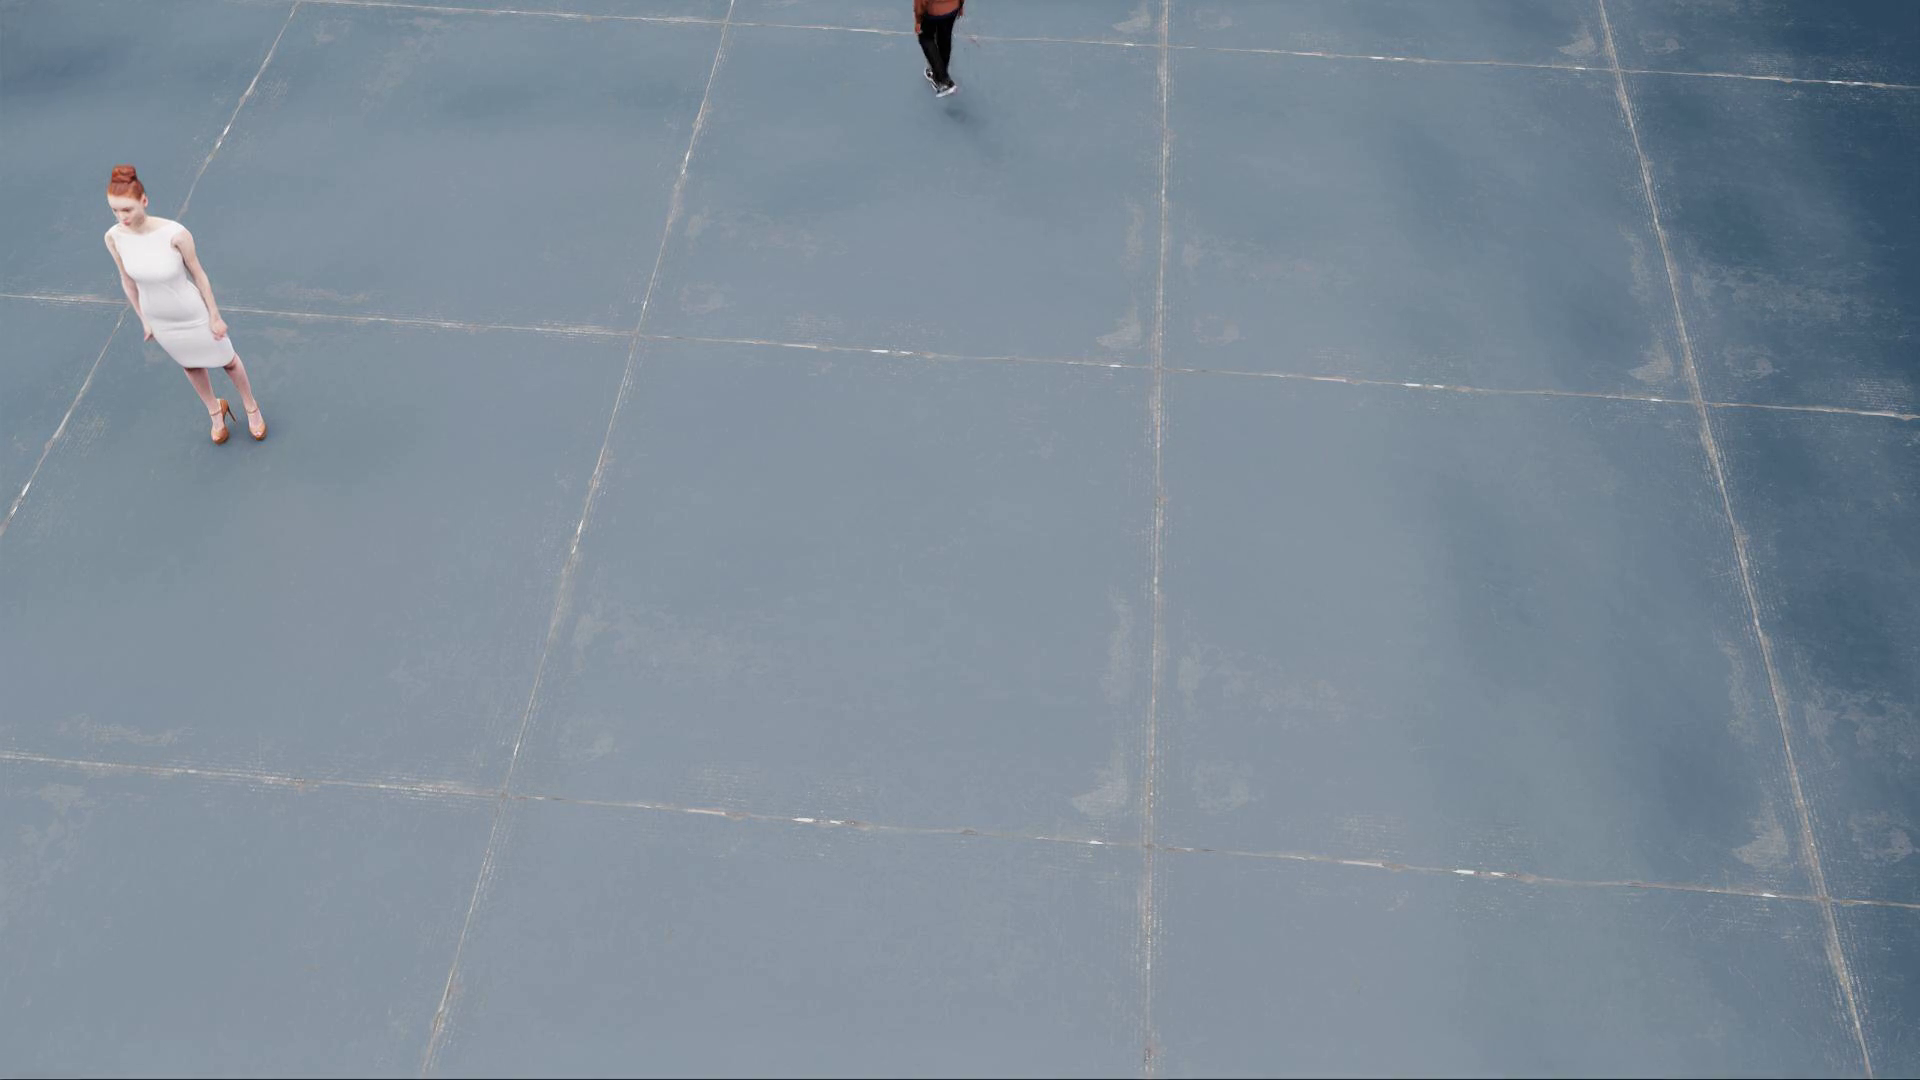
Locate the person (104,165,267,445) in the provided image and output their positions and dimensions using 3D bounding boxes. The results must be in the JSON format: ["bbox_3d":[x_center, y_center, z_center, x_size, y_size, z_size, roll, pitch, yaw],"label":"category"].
[{"bbox_3d":[-3.908,-1.140,8.383,0.465,1.793,0.659,-4,52,-3],"label":"person"}]

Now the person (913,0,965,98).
[{"bbox_3d":[-0.107,-3.295,10.397,0.721,1.247,0.762,-23,56,-17],"label":"person"}]
